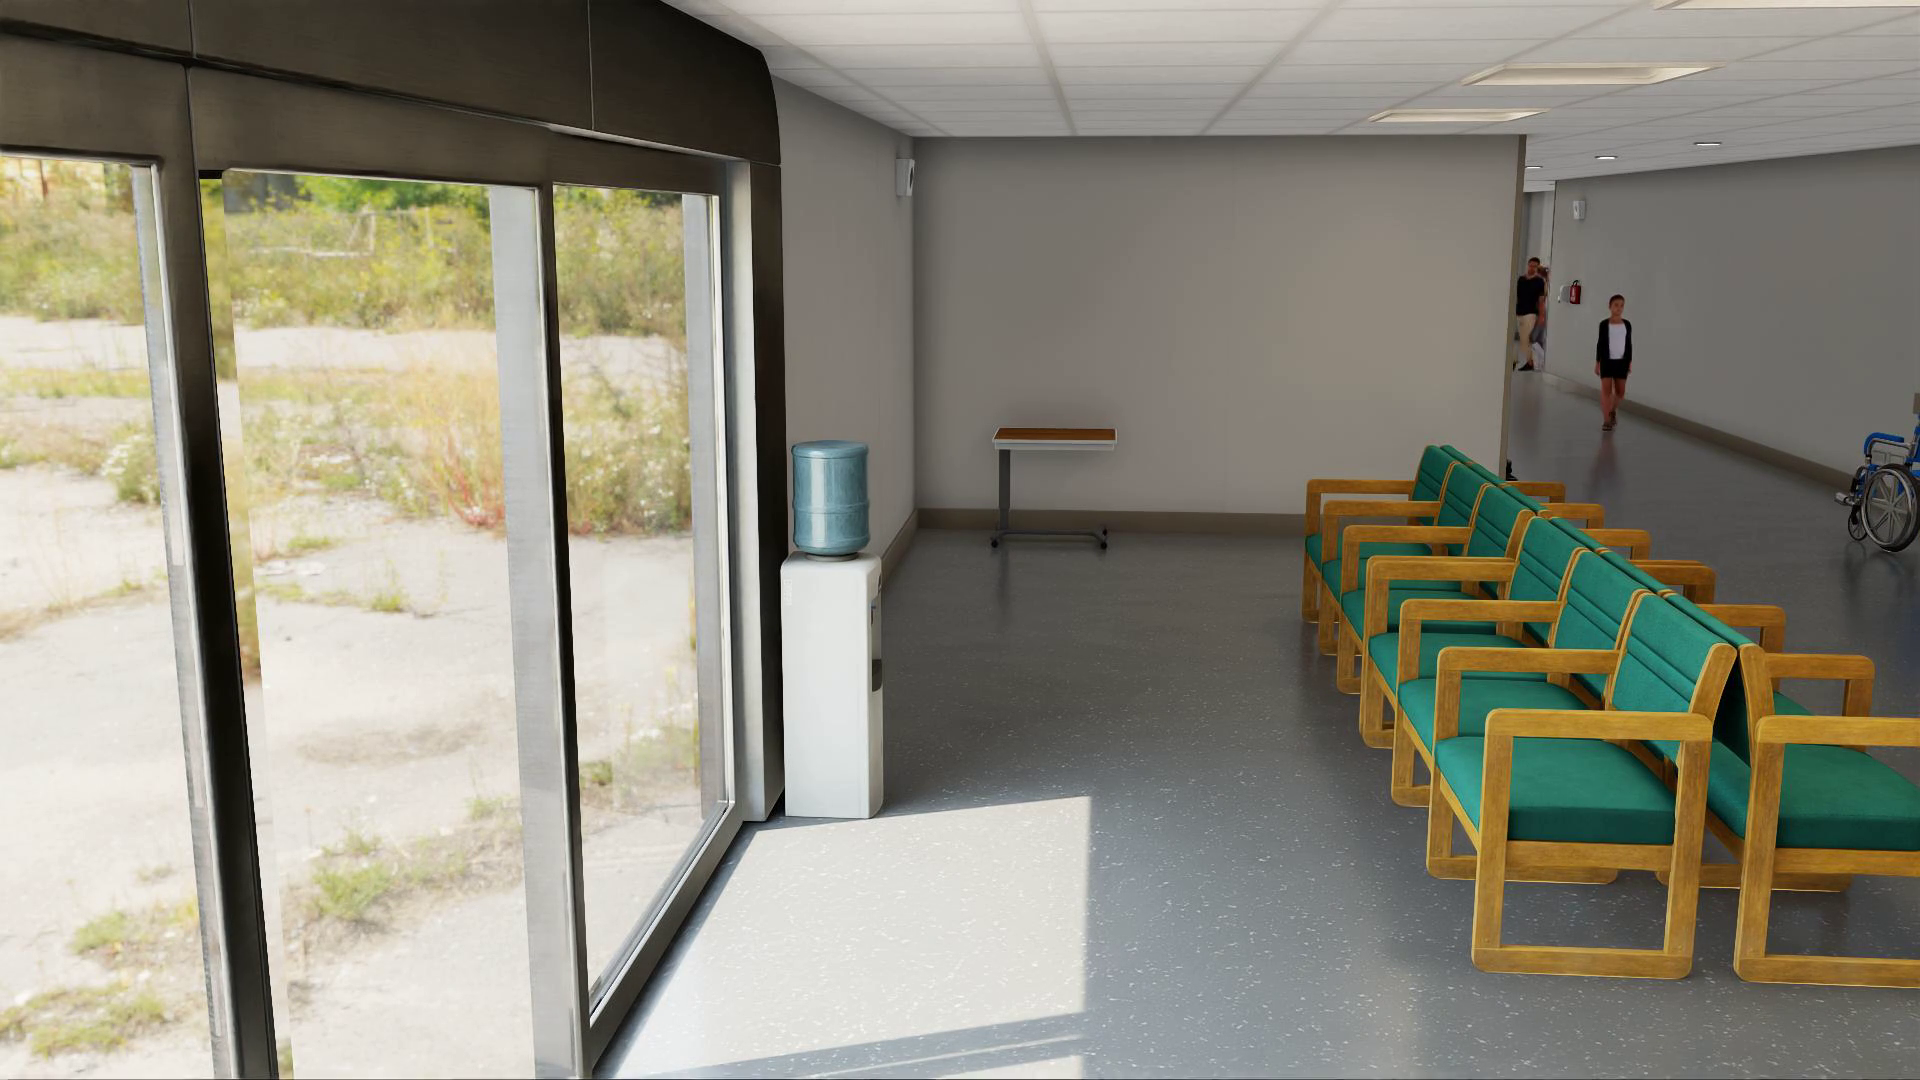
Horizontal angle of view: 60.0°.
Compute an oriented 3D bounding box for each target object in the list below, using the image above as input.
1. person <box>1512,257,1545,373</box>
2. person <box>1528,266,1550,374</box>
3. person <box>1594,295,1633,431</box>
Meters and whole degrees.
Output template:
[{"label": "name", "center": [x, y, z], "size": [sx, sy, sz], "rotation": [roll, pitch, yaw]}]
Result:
[{"label": "person", "center": [9.016, -3.528, 26.325], "size": [1.213, 1.799, 1.133], "rotation": [-8, 13, -35]}, {"label": "person", "center": [9.327, -3.497, 26.466], "size": [0.744, 1.687, 0.686], "rotation": [5, 12, 24]}, {"label": "person", "center": [7.552, -2.050, 19.235], "size": [0.861, 1.540, 0.672], "rotation": [2, 11, 12]}]
